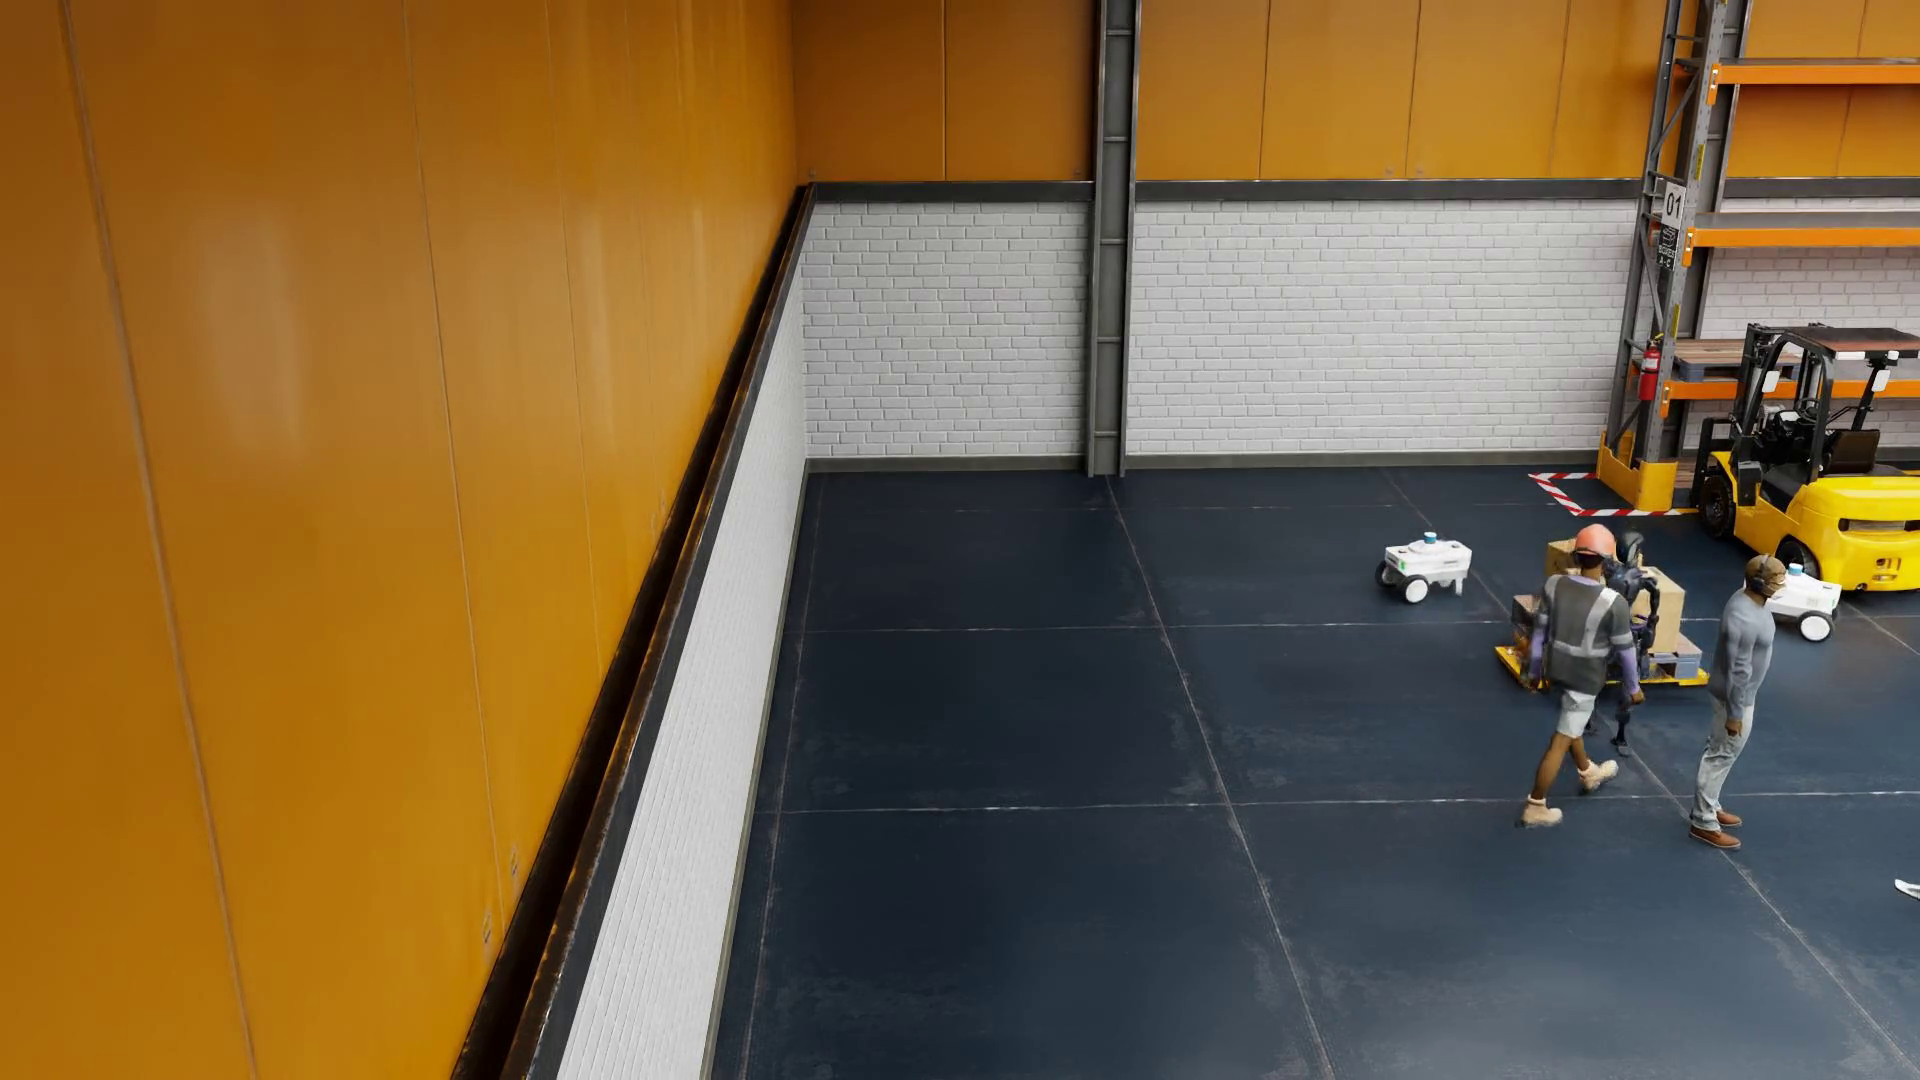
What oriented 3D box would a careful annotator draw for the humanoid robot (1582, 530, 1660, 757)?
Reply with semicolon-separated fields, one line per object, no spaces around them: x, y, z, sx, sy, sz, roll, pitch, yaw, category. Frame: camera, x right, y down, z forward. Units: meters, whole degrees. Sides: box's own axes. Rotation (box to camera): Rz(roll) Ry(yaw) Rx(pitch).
4.584;0.694;11.635;0.331;1.640;0.586;-18;27;-40;humanoid robot

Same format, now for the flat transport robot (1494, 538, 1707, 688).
5.005;0.937;13.011;1.431;0.231;0.659;-1;20;-3;flat transport robot

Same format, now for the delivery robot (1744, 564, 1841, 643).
6.916;0.501;13.794;0.775;0.604;0.507;12;23;29;delivery robot

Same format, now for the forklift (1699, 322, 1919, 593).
7.809;-0.792;14.926;1.214;2.155;2.313;-1;20;-2;forklift

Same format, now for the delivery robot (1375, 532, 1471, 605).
4.053;0.230;14.514;0.765;0.594;0.503;-6;21;-15;delivery robot

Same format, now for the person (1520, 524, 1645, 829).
4.062;0.860;10.738;1.052;1.984;0.631;-10;23;-26;person

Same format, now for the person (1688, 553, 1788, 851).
4.882;0.990;10.461;0.351;1.937;0.634;10;23;25;person

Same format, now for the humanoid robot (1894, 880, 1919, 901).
6.080;1.436;9.559;1.018;1.742;0.535;7;21;17;humanoid robot
